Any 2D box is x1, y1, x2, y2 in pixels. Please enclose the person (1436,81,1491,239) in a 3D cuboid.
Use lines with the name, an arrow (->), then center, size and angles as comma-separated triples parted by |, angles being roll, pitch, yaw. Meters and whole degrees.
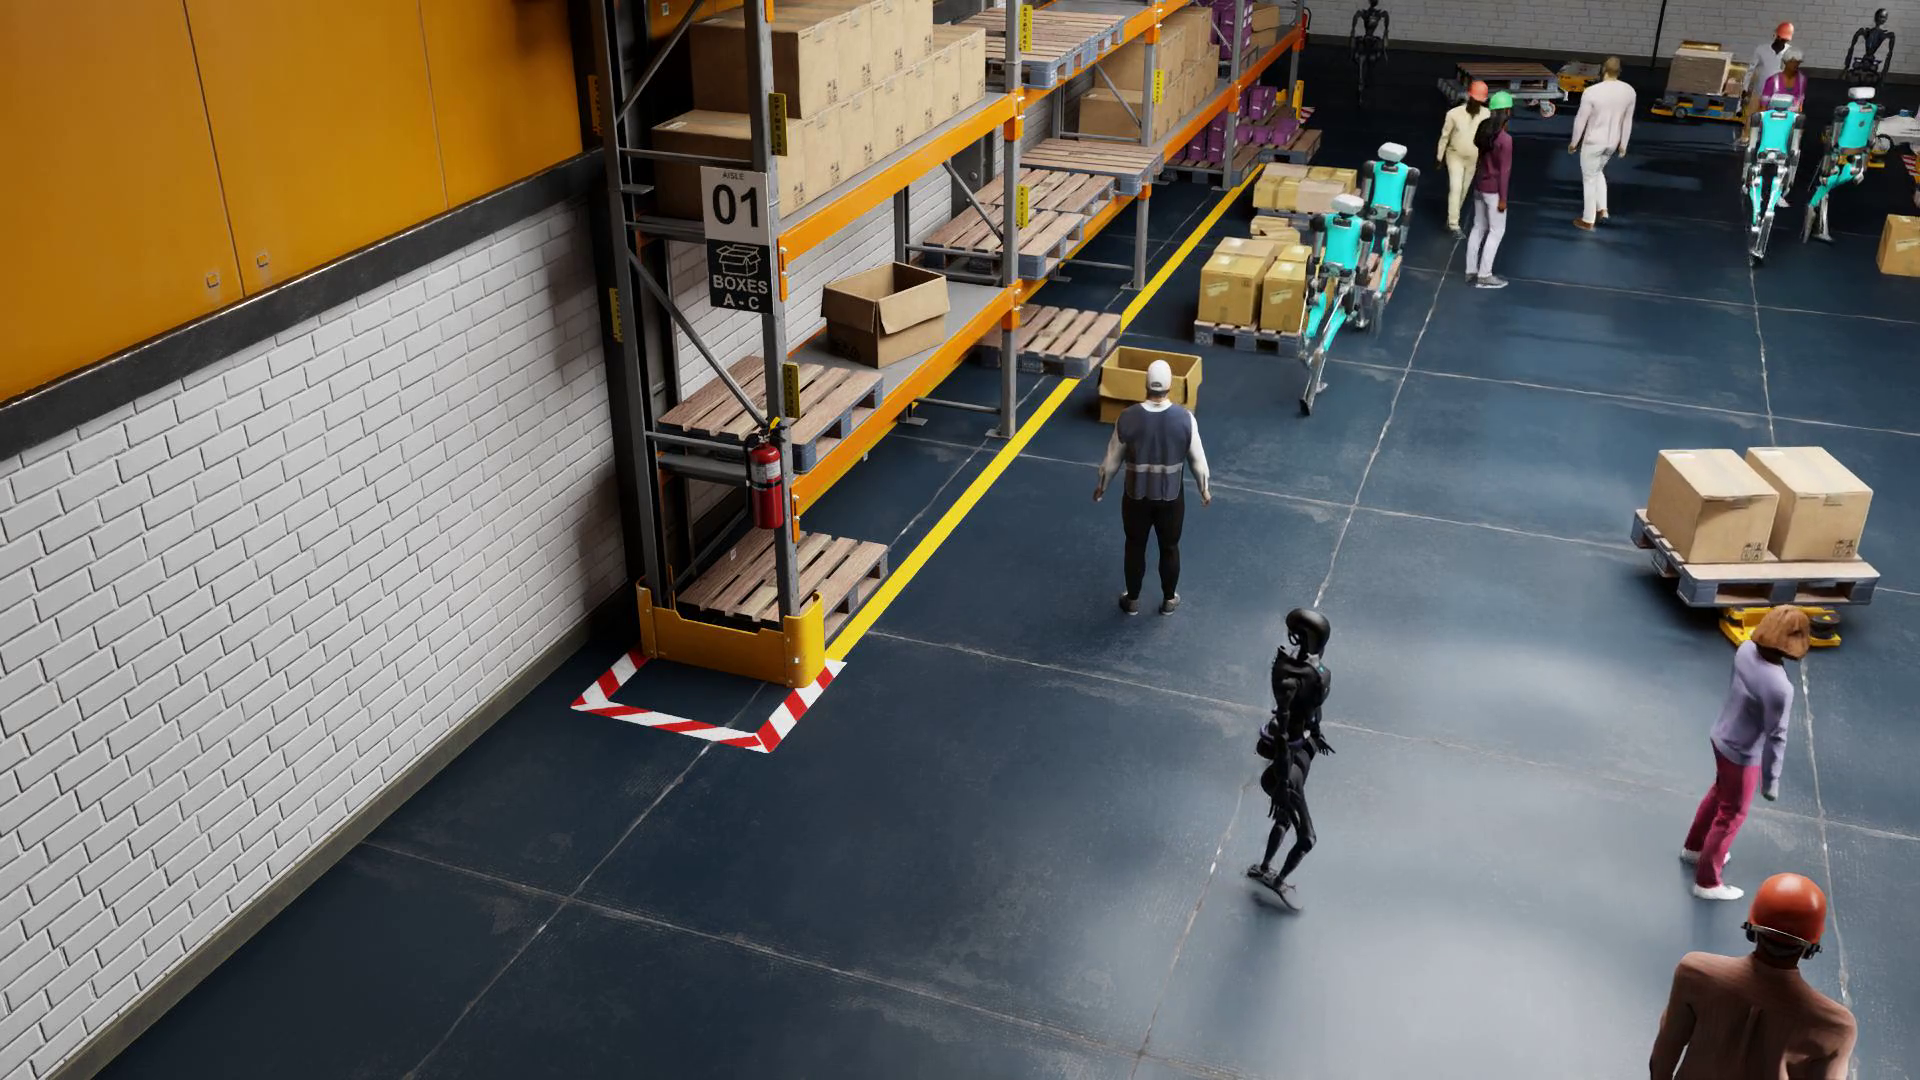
person -> 5.578, -4.258, 18.443 | 0.562, 1.707, 0.831 | 1, 27, 1

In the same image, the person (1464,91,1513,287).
person -> 5.375, -3.532, 16.813 | 0.407, 1.921, 0.632 | -8, 28, -15

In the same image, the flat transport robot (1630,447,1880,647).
flat transport robot -> 5.261, 0.293, 11.182 | 0.659, 0.231, 1.431 | -1, 27, -1

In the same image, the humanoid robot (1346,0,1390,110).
humanoid robot -> 5.867, -7.101, 24.019 | 0.587, 1.634, 0.673 | -1, 27, -1

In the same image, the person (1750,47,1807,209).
person -> 9.533, -4.766, 19.297 | 0.561, 1.817, 0.817 | 2, 27, 3

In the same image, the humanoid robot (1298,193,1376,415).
humanoid robot -> 3.027, -1.926, 13.940 | 0.557, 1.815, 0.896 | 16, 31, 28

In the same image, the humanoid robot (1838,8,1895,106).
humanoid robot -> 12.339, -6.408, 22.689 | 0.600, 1.620, 0.755 | 19, 33, 33

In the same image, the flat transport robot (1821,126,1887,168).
flat transport robot -> 11.641, -5.119, 21.679 | 0.659, 0.231, 1.431 | 10, 29, 19

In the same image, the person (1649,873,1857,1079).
person -> 2.770, 2.032, 5.943 | 0.610, 1.986, 0.402 | 21, 34, 35

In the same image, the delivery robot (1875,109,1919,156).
delivery robot -> 12.268, -5.323, 21.782 | 0.807, 0.612, 0.499 | 7, 28, 12

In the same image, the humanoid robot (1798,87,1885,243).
humanoid robot -> 9.453, -4.007, 18.032 | 0.550, 1.889, 0.726 | -3, 27, -5

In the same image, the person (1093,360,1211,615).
person -> 1.243, -0.321, 10.746 | 0.763, 1.759, 0.442 | 3, 27, 5

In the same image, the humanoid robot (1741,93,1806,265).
humanoid robot -> 8.411, -3.698, 17.388 | 0.554, 1.773, 1.033 | 13, 30, 23

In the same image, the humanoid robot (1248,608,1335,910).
humanoid robot -> 1.667, 1.053, 8.176 | 0.458, 1.650, 0.611 | 14, 30, 25

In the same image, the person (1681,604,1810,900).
person -> 3.880, 1.057, 8.212 | 0.316, 1.626, 0.584 | 2, 27, 4

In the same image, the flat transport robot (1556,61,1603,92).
flat transport robot -> 9.555, -7.099, 25.520 | 0.659, 0.231, 1.431 | 14, 31, 26

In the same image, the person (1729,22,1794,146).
person -> 10.475, -5.880, 21.584 | 0.593, 1.712, 0.679 | 13, 30, 23

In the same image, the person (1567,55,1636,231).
person -> 7.105, -4.411, 18.516 | 0.623, 1.920, 0.451 | -8, 28, -15

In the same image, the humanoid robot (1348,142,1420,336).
humanoid robot -> 3.850, -2.697, 15.498 | 0.544, 1.894, 0.734 | 15, 31, 26

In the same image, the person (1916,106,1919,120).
person -> 13.177, -6.268, 22.192 | 0.633, 1.841, 0.429 | 10, 29, 18

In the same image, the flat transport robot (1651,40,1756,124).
flat transport robot -> 10.647, -6.135, 23.651 | 1.431, 0.231, 0.659 | 15, 31, 27
